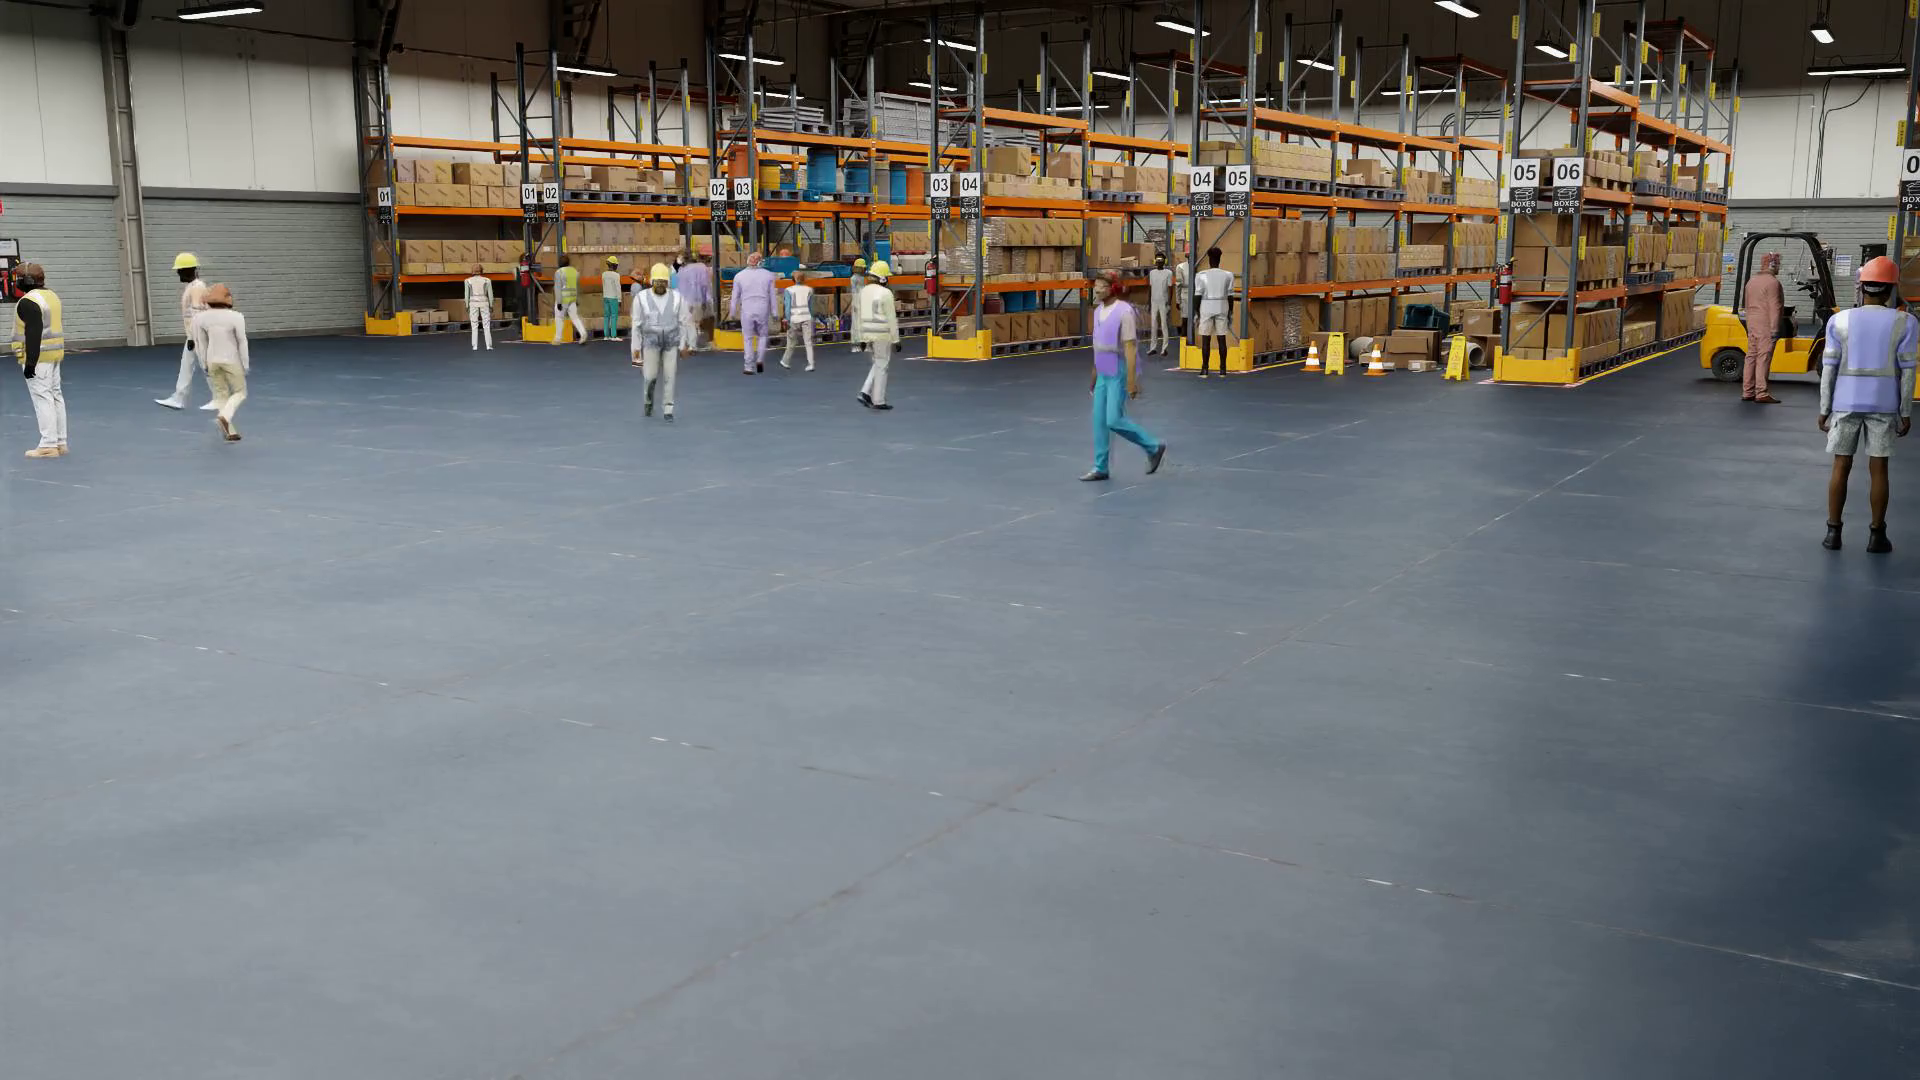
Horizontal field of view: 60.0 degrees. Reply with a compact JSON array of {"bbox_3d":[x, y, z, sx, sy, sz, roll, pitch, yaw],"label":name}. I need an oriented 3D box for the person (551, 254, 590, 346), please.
[{"bbox_3d":[-7.745,-4.744,32.920,0.879,1.812,0.635,6,12,32],"label":"person"}]

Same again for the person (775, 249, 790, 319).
[{"bbox_3d":[-3.971,-5.717,38.135,0.557,1.900,0.968,5,11,26],"label":"person"}]

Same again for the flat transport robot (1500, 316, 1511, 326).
[{"bbox_3d":[13.483,-5.358,40.655,0.652,0.197,1.431,-3,10,-14],"label":"flat transport robot"}]

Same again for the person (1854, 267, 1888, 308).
[{"bbox_3d":[17.264,-4.546,31.510,0.590,1.919,0.389,5,11,27],"label":"person"}]

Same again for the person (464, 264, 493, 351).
[{"bbox_3d":[-9.086,-4.394,31.432,0.517,1.636,0.313,-2,10,-12],"label":"person"}]

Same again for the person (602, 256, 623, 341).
[{"bbox_3d":[-7.192,-4.991,34.440,0.518,1.756,0.344,7,12,36],"label":"person"}]

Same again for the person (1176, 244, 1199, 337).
[{"bbox_3d":[4.225,-4.396,30.341,0.605,2.037,0.404,3,10,15],"label":"person"}]

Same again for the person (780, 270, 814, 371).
[{"bbox_3d":[-2.578,-3.497,26.533,0.541,1.590,0.875,-6,12,-30],"label":"person"}]

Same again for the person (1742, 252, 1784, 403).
[{"bbox_3d":[10.262,-2.700,21.185,0.406,1.911,0.636,-1,10,-4],"label":"person"}]

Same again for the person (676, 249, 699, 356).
[{"bbox_3d":[-4.937,-4.276,29.961,0.441,1.921,0.649,-6,12,-31],"label":"person"}]

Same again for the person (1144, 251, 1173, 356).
[{"bbox_3d":[3.582,-4.244,29.930,0.514,1.876,0.328,8,13,37],"label":"person"}]

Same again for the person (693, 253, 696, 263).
[{"bbox_3d":[-6.756,-6.395,42.277,0.523,1.769,0.316,6,12,31],"label":"person"}]

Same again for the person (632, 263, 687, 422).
[{"bbox_3d":[-3.396,-2.229,18.841,0.603,1.809,0.547,-3,11,-19],"label":"person"}]

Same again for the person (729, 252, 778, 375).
[{"bbox_3d":[-3.198,-3.495,25.713,0.777,1.878,0.474,-3,10,-15],"label":"person"}]

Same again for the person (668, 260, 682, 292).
[{"bbox_3d":[-5.802,-4.945,34.375,0.546,1.693,0.336,7,12,35],"label":"person"}]

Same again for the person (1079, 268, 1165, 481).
[{"bbox_3d":[1.366,-1.395,14.133,0.629,1.819,0.604,-4,11,-21],"label":"person"}]

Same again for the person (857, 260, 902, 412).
[{"bbox_3d":[-0.966,-2.439,19.981,0.420,1.813,0.597,-7,12,-35],"label":"person"}]

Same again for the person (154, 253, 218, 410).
[{"bbox_3d":[-9.321,-2.496,20.061,0.799,1.893,0.613,-7,12,-32],"label":"person"}]

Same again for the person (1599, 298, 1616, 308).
[{"bbox_3d":[15.881,-6.124,40.476,0.618,1.860,0.987,-7,12,-35],"label":"person"}]

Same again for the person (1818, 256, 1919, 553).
[{"bbox_3d":[5.962,-0.887,10.945,0.552,1.935,0.374,6,12,32],"label":"person"}]

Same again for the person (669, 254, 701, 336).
[{"bbox_3d":[-6.049,-5.298,35.979,0.581,1.835,1.005,5,11,27],"label":"person"}]

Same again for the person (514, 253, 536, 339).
[{"bbox_3d":[-9.241,-5.183,35.317,0.549,1.826,0.387,5,11,25],"label":"person"}]

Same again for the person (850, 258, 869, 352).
[{"bbox_3d":[-1.874,-4.379,31.057,0.300,1.742,0.486,3,11,17],"label":"person"}]

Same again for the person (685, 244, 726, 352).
[{"bbox_3d":[-4.833,-4.481,30.870,0.839,2.015,0.610,-2,10,-9],"label":"person"}]

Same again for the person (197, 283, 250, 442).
[{"bbox_3d":[-7.457,-1.781,16.823,0.514,1.617,0.500,1,10,3],"label":"person"}]

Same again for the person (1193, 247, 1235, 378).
[{"bbox_3d":[3.826,-3.424,25.079,0.613,1.962,0.367,-1,10,-3],"label":"person"}]

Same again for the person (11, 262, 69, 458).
[{"bbox_3d":[-8.747,-1.704,15.794,0.429,1.840,0.637,-2,10,-9],"label":"person"}]

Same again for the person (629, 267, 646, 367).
[{"bbox_3d":[-5.279,-3.663,27.345,0.280,1.633,0.498,-4,11,-22],"label":"person"}]

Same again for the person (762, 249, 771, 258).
[{"bbox_3d":[-5.371,-7.230,46.623,0.339,1.882,0.581,-5,11,-24],"label":"person"}]

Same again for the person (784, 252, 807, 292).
[{"bbox_3d":[-3.521,-5.280,35.865,0.651,1.823,0.439,5,11,27],"label":"person"}]
